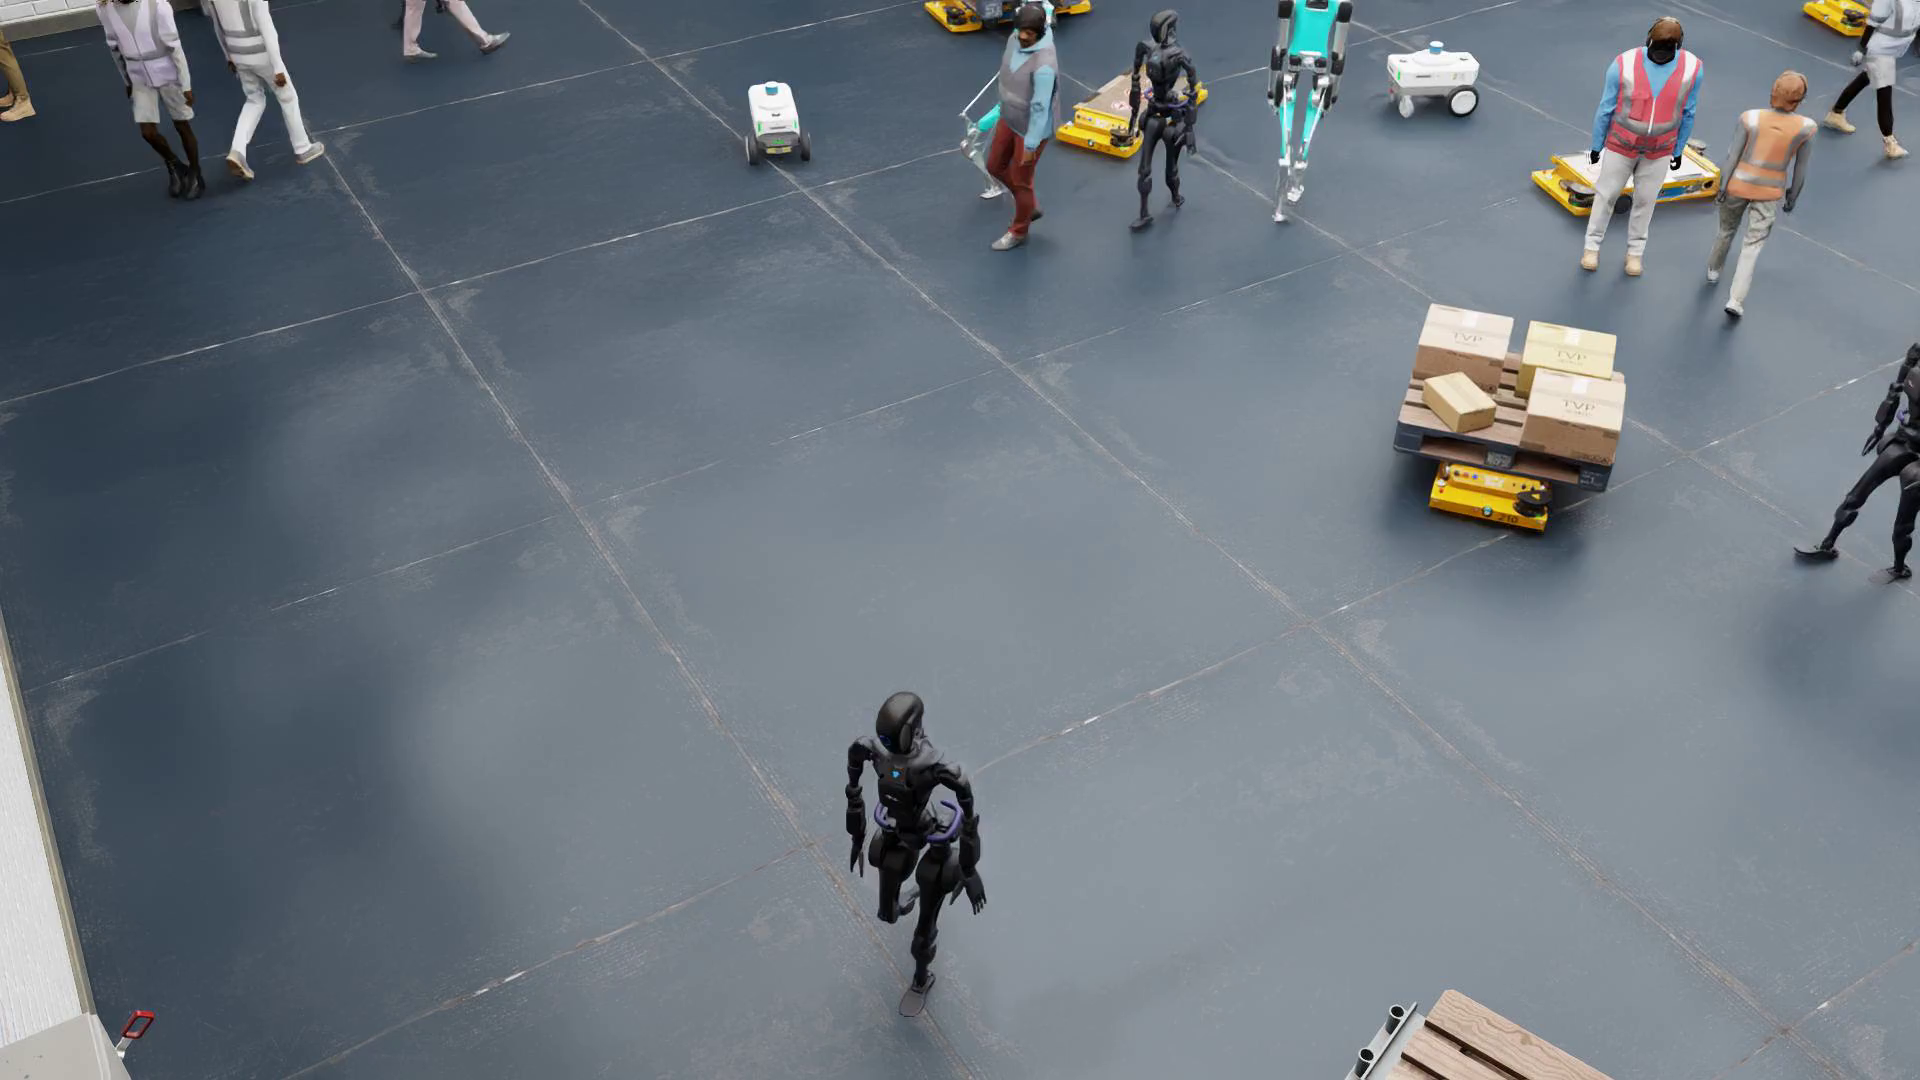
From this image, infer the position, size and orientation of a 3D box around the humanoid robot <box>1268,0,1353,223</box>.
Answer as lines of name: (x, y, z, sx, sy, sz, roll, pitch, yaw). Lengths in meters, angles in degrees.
humanoid robot: (2.511, -3.136, 12.089, 0.538, 1.791, 0.862, 3, 39, 4)

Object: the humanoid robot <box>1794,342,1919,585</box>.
humanoid robot: (5.002, -0.462, 8.757, 0.534, 1.646, 0.609, -5, 39, -6)

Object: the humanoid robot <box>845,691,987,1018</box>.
humanoid robot: (-0.138, 1.189, 6.673, 0.615, 1.639, 0.558, 15, 41, 18)

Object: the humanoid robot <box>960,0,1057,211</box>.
humanoid robot: (0.280, -3.154, 12.155, 0.762, 1.858, 0.562, -13, 40, -16)

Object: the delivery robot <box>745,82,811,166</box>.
delivery robot: (-1.486, -3.362, 13.298, 0.499, 0.587, 0.789, -7, 39, -9)

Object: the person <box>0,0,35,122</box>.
person: (-7.966, -4.327, 13.552, 0.365, 1.763, 0.526, -22, 43, -25)

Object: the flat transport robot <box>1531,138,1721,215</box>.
flat transport robot: (5.220, -2.796, 12.820, 1.431, 0.231, 0.659, -9, 39, -12)

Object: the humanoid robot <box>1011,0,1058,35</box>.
humanoid robot: (0.607, -4.476, 13.803, 0.336, 1.652, 0.600, -21, 43, -24)

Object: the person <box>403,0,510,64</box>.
person: (-4.559, -5.059, 14.453, 0.961, 1.784, 0.593, -19, 42, -23)

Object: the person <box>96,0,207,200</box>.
person: (-5.929, -3.397, 12.250, 0.554, 1.912, 0.459, -3, 38, -4)

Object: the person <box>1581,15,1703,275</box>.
person: (4.669, -2.713, 11.461, 0.634, 1.831, 0.430, 8, 39, 10)

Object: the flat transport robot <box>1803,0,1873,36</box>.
flat transport robot: (8.745, -4.989, 15.586, 1.431, 0.231, 0.659, -9, 39, -11)

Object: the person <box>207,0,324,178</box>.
person: (-5.398, -3.649, 12.621, 0.585, 1.854, 0.799, 14, 40, 17)

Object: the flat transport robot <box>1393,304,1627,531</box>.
flat transport robot: (3.274, -0.594, 10.041, 0.659, 0.231, 1.431, 13, 40, 16)

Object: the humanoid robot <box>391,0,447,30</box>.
humanoid robot: (-5.017, -5.528, 15.174, 0.802, 1.620, 0.589, -31, 48, -33)

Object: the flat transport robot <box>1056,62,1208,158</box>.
flat transport robot: (1.446, -3.579, 13.808, 0.659, 0.231, 1.431, 22, 44, 26)

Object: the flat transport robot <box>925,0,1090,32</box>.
flat transport robot: (0.450, -5.082, 15.704, 1.431, 0.231, 0.659, -15, 41, -18)

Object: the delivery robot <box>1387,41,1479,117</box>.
delivery robot: (3.972, -3.875, 13.945, 0.759, 0.588, 0.517, -3, 38, -3)

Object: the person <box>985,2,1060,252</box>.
person: (0.448, -2.888, 11.660, 0.461, 1.862, 0.582, -18, 42, -21)

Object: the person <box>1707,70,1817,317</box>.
person: (5.339, -2.313, 11.142, 0.524, 1.592, 0.807, 16, 41, 19)

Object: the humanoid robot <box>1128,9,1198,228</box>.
humanoid robot: (1.485, -3.045, 12.040, 0.614, 1.672, 0.629, 29, 47, 31)

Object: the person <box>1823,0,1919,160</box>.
person: (7.322, -3.839, 13.024, 0.588, 1.624, 0.885, -18, 42, -21)
